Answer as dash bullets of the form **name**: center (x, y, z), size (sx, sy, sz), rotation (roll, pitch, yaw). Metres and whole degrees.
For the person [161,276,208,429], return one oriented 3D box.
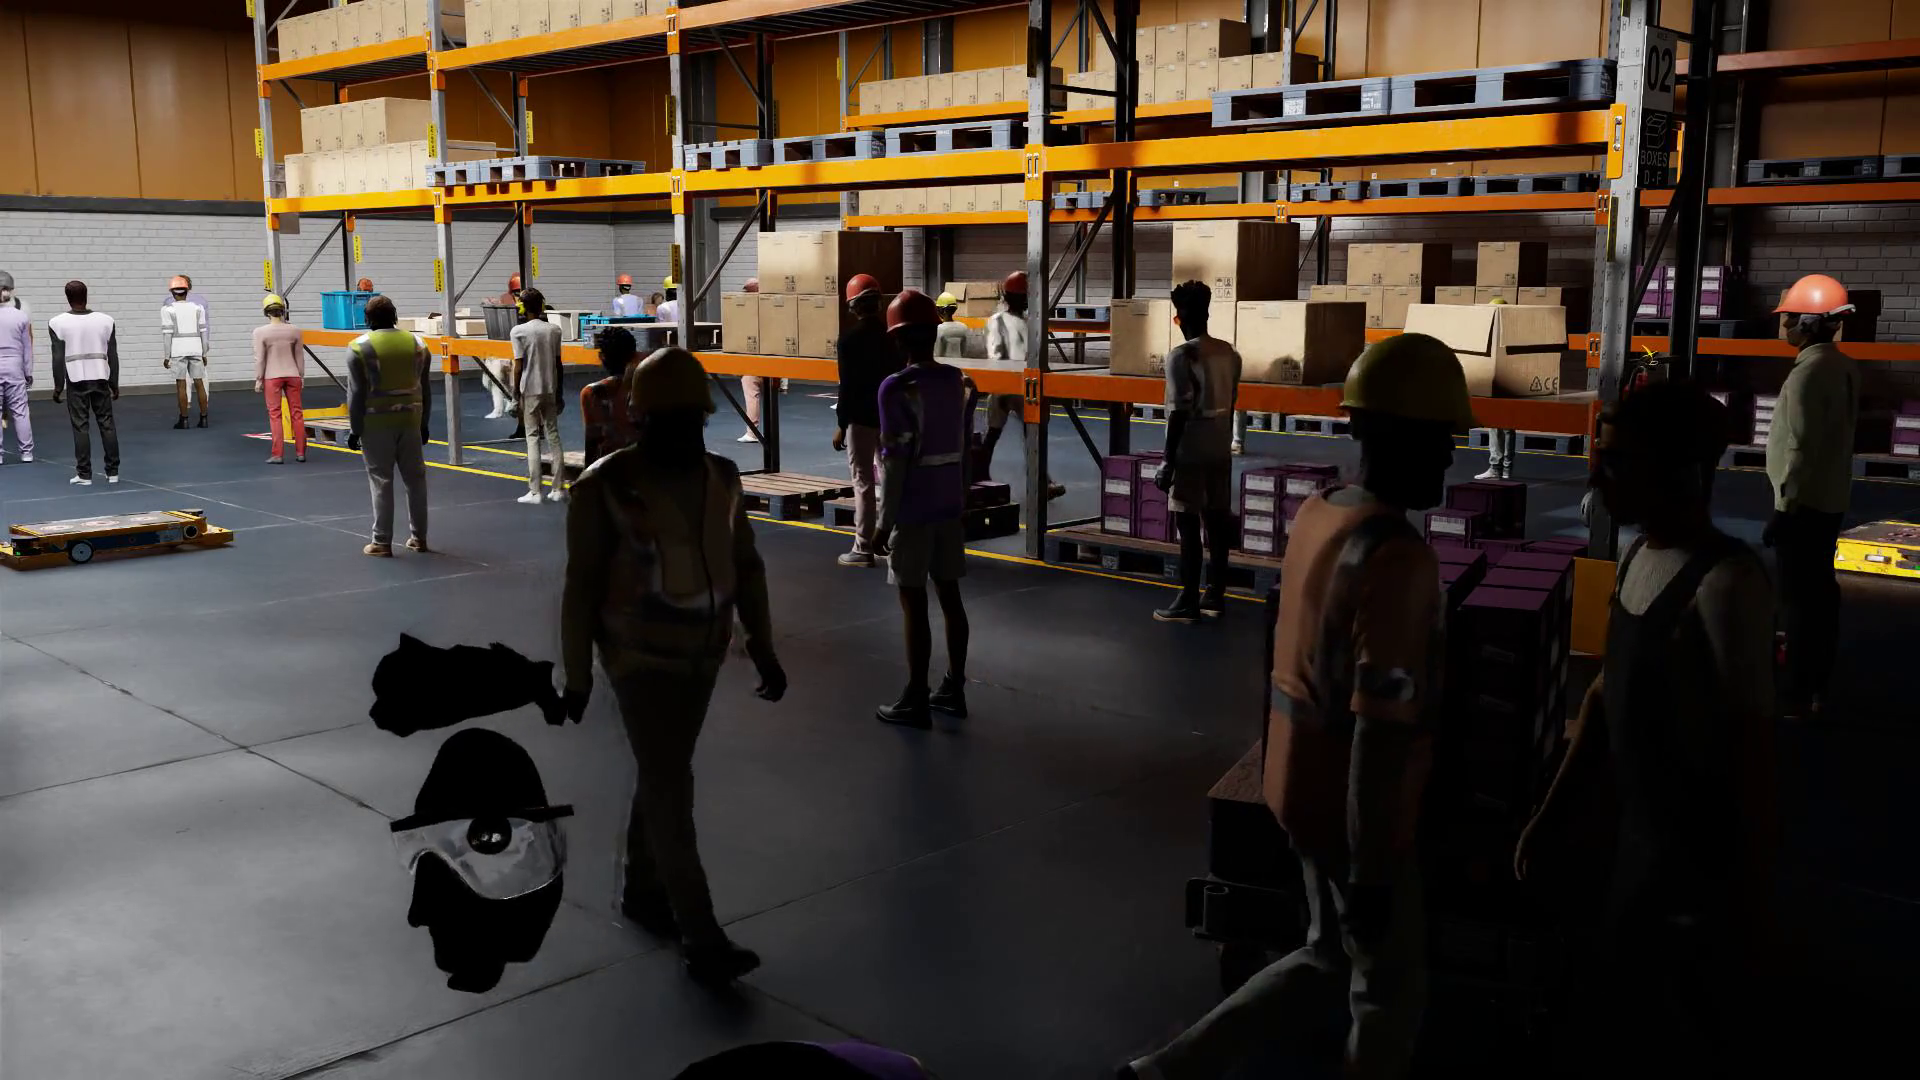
- **person**: center (-9.799, -2.358, 21.020), size (0.374, 1.928, 0.543), rotation (9, 13, 44)

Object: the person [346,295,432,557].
- **person**: center (-4.031, -0.798, 11.739), size (0.429, 1.837, 0.620), rotation (9, 13, 44)

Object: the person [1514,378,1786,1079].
- **person**: center (1.277, 0.598, 3.242), size (0.861, 1.806, 0.502), rotation (2, 9, 9)

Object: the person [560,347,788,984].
- **person**: center (-0.787, 0.346, 4.833), size (0.892, 1.787, 0.600), rotation (7, 12, 38)

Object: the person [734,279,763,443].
- **person**: center (-2.387, -2.081, 19.408), size (0.406, 1.902, 0.638), rotation (9, 13, 44)

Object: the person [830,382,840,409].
- **person**: center (-1.654, -2.836, 24.032), size (0.406, 1.902, 0.638), rotation (9, 13, 44)

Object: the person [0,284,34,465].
- **person**: center (-9.923, -1.722, 17.178), size (0.406, 1.911, 0.638), rotation (9, 13, 44)

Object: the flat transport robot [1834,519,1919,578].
- **flat transport robot**: center (6.424, 0.049, 11.325), size (0.652, 0.197, 1.431), rotation (9, 13, 44)

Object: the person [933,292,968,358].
- **person**: center (-0.135, -1.795, 18.052), size (0.316, 1.769, 0.524), rotation (9, 13, 44)

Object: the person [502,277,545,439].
- **person**: center (-5.156, -2.129, 19.616), size (0.374, 1.928, 0.543), rotation (9, 13, 44)

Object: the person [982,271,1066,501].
- **person**: center (0.511, -1.310, 14.387), size (0.635, 1.988, 1.045), rotation (-8, 12, -39)

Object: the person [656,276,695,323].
- **person**: center (-3.732, -2.482, 21.773), size (0.371, 1.929, 0.585), rotation (9, 13, 44)

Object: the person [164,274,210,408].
- **person**: center (-11.245, -2.888, 24.227), size (0.370, 1.941, 0.627), rotation (9, 13, 44)

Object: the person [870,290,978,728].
- **person**: center (-0.179, -0.134, 7.380), size (0.374, 1.928, 0.543), rotation (9, 13, 44)

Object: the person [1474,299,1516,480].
- **person**: center (5.160, -1.441, 15.982), size (0.311, 1.735, 0.484), rotation (9, 13, 44)

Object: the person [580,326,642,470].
- **person**: center (-1.939, -0.370, 9.532), size (0.320, 1.698, 0.531), rotation (9, 13, 44)

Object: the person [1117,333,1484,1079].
- **person**: center (0.727, 0.530, 3.400), size (0.647, 1.900, 0.600), rotation (-1, 9, -6)

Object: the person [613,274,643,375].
- **person**: center (-5.346, -3.291, 26.701), size (0.362, 1.939, 0.543), rotation (9, 13, 44)

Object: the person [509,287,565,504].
- **person**: center (-3.653, -1.241, 14.363), size (0.327, 1.865, 0.520), rotation (9, 13, 44)

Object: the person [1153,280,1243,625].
- **person**: center (1.344, -0.497, 9.508), size (0.380, 1.958, 0.602), rotation (9, 13, 44)

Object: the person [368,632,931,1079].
- **person**: center (-0.226, 0.951, 1.002), size (0.388, 1.837, 0.564), rotation (9, 13, 44)

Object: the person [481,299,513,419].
- **person**: center (-6.251, -2.458, 22.537), size (0.436, 1.620, 0.525), rotation (-8, 13, -42)

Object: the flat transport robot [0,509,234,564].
- **flat transport robot**: center (-6.031, -0.036, 11.842), size (0.652, 0.197, 1.431), rotation (9, 13, 44)

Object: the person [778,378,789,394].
- **person**: center (-2.982, -3.288, 26.683), size (0.370, 1.941, 0.627), rotation (9, 13, 44)

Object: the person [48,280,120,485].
- **person**: center (-8.204, -1.471, 15.627), size (0.390, 1.913, 0.588), rotation (9, 13, 44)

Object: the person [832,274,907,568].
- **person**: center (-0.618, -0.806, 11.326), size (0.393, 1.985, 0.610), rotation (9, 13, 44)

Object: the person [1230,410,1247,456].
- **person**: center (2.907, -1.824, 18.007), size (0.429, 1.845, 0.620), rotation (9, 13, 44)

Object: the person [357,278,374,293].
- **person**: center (-8.680, -2.893, 24.432), size (0.354, 1.883, 0.573), rotation (9, 13, 44)

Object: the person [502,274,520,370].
- **person**: center (-7.539, -3.589, 28.512), size (0.626, 1.928, 1.056), rotation (-5, 11, -29)

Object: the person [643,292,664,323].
- **person**: center (-5.334, -3.551, 29.326), size (0.517, 1.605, 0.757), rotation (-6, 11, -33)

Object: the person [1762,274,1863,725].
- **person**: center (3.775, -0.178, 7.438), size (0.378, 1.996, 0.610), rotation (9, 13, 44)

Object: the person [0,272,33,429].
- **person**: center (-11.983, -2.383, 20.825), size (0.693, 2.000, 1.049), rotation (-5, 11, -29)

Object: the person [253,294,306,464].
- **person**: center (-7.067, -1.663, 17.278), size (0.328, 1.760, 0.524), rotation (9, 13, 44)
